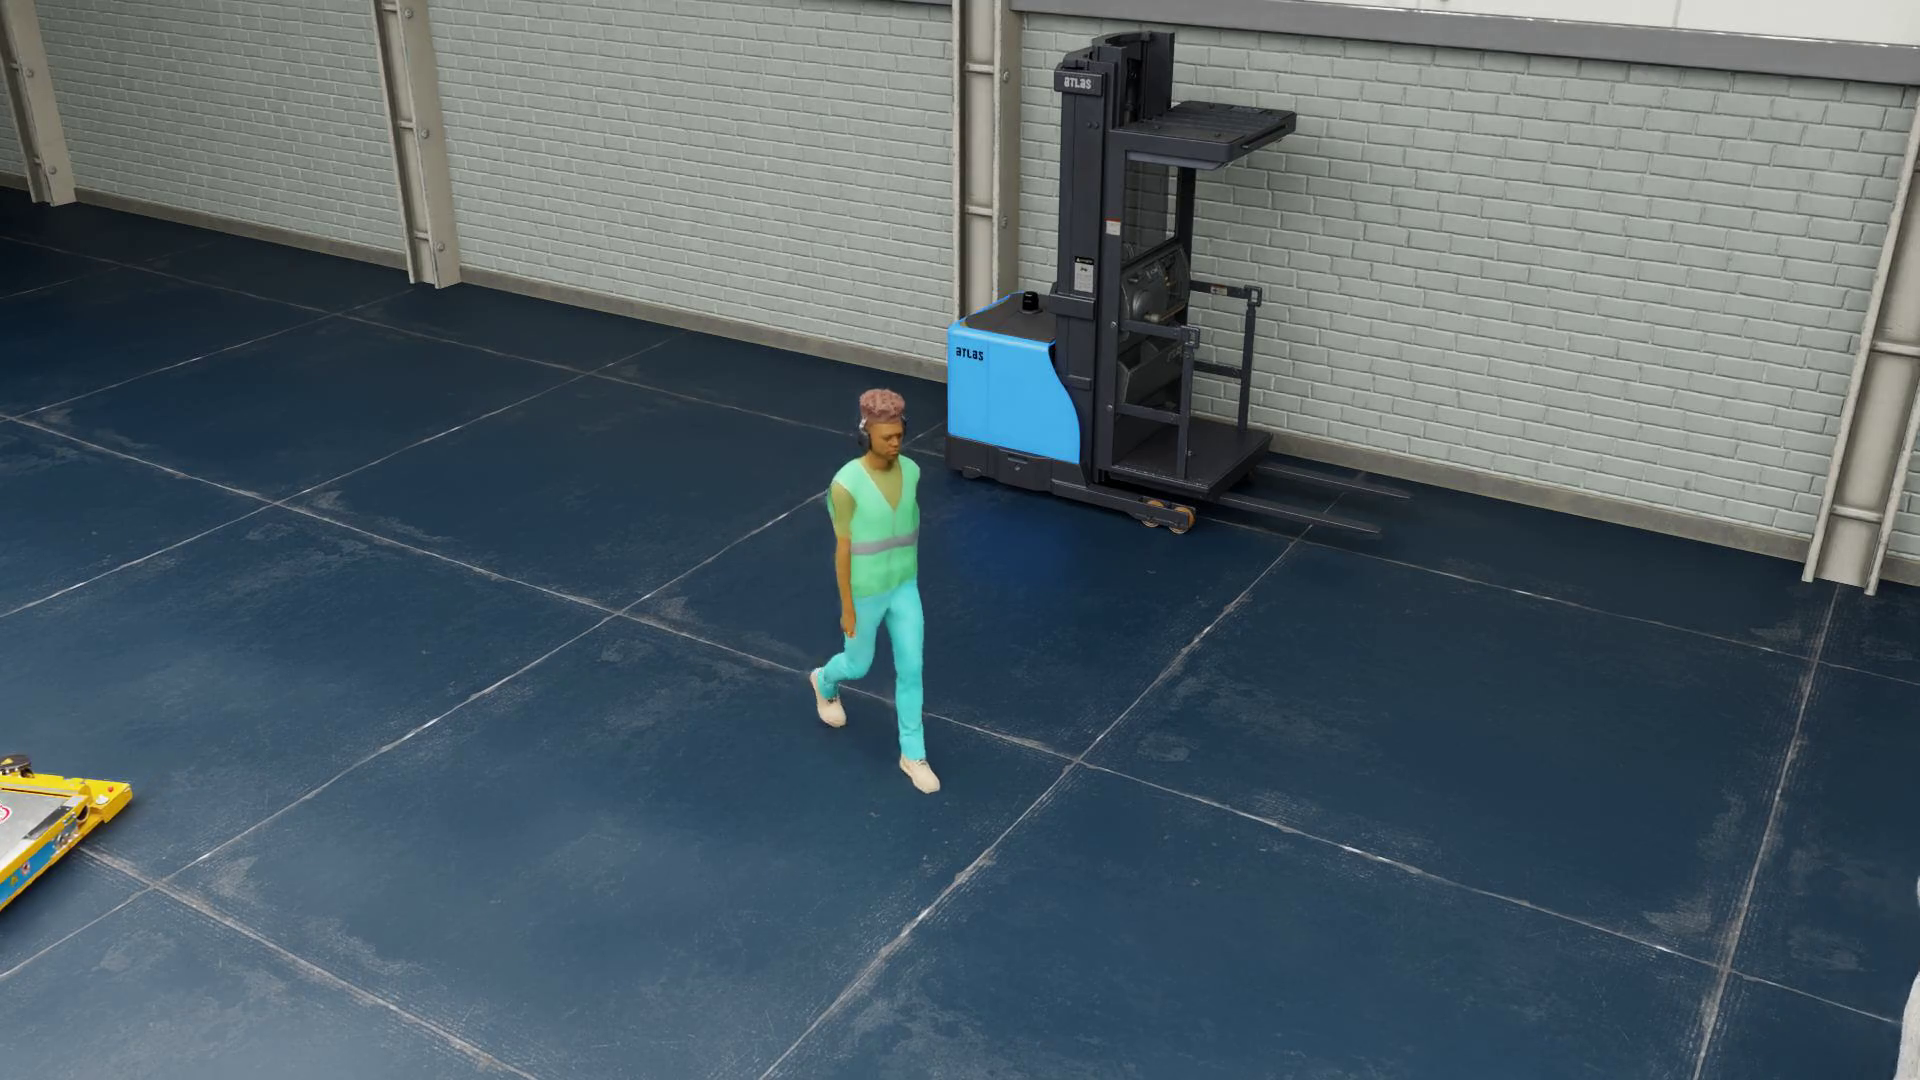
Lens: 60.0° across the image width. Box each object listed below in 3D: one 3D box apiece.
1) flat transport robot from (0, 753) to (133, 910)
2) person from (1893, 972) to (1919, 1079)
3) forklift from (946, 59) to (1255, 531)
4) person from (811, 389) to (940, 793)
[{"bbox_3d":[-4.356,1.422,7.251,0.659,0.231,1.431,4,26,9],"label":"flat transport robot"},{"bbox_3d":[3.568,1.252,5.720,0.445,1.881,0.579,-3,25,-6],"label":"person"},{"bbox_3d":[0.933,-1.707,10.833,1.873,2.768,1.129,15,29,28],"label":"forklift"},{"bbox_3d":[-0.415,0.190,7.900,0.495,1.953,0.883,-16,30,-31],"label":"person"}]
